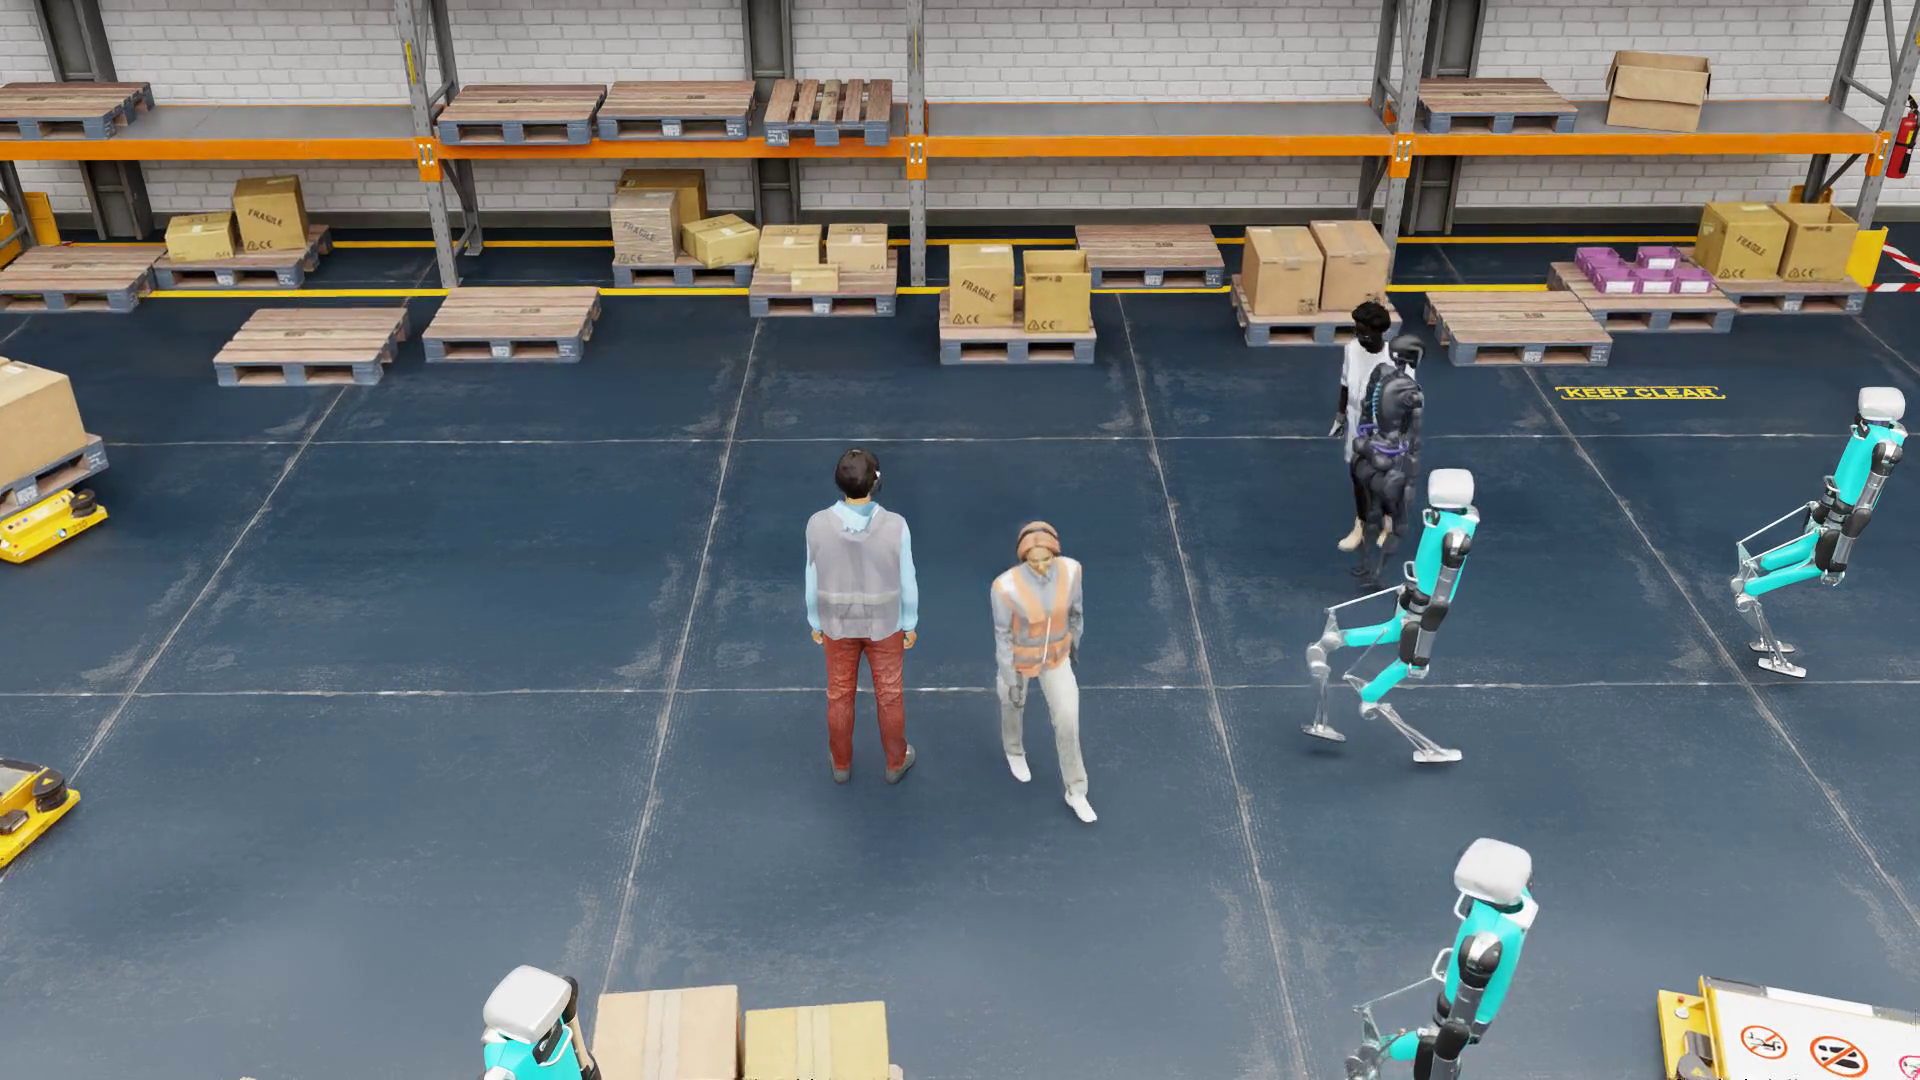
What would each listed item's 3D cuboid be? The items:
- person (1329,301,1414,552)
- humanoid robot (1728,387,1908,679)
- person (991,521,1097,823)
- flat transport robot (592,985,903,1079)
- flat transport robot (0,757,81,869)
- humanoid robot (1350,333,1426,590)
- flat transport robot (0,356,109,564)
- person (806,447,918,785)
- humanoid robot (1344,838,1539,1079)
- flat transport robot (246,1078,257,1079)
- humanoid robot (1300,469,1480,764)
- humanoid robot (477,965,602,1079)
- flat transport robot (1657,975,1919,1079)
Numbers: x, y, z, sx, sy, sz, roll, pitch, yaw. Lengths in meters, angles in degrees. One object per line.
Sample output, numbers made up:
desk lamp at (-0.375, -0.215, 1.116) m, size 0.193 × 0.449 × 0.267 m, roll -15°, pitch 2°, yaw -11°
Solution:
person at (2.497, -0.677, 10.166) m, size 0.403 × 1.668 × 0.558 m, roll -16°, pitch 34°, yaw -24°
humanoid robot at (4.505, -0.057, 8.950) m, size 0.735 × 1.677 × 0.533 m, roll 7°, pitch 32°, yaw 12°
person at (0.408, 0.631, 8.063) m, size 0.523 × 1.599 × 0.816 m, roll -12°, pitch 33°, yaw -20°
flat transport robot at (-0.774, 2.591, 6.098) m, size 0.659 × 0.231 × 1.431 m, roll -3°, pitch 31°, yaw -5°
flat transport robot at (-5.199, 1.304, 8.240) m, size 1.431 × 0.231 × 0.659 m, roll 8°, pitch 32°, yaw 14°
humanoid robot at (2.509, -0.474, 9.830) m, size 0.321 × 1.650 × 0.614 m, roll -11°, pitch 33°, yaw -18°
flat transport robot at (-6.316, -0.231, 10.795) m, size 1.431 × 0.231 × 0.659 m, roll 15°, pitch 34°, yaw 23°
person at (-0.477, 0.412, 8.162) m, size 0.545 × 1.877 × 0.406 m, roll 1°, pitch 31°, yaw 2°
humanoid robot at (1.632, 1.779, 6.056) m, size 0.672 × 1.834 × 0.541 m, roll 17°, pitch 35°, yaw 26°
flat transport robot at (-2.098, 2.887, 5.604) m, size 1.431 × 0.231 × 0.659 m, roll 8°, pitch 32°, yaw 14°
humanoid robot at (2.093, 0.429, 8.305) m, size 1.035 × 1.758 × 0.545 m, roll 4°, pitch 31°, yaw 7°
humanoid robot at (-1.093, 2.084, 5.386) m, size 0.735 × 1.677 × 0.533 m, roll 7°, pitch 32°, yaw 11°
flat transport robot at (3.636, 2.188, 6.768) m, size 1.431 × 0.231 × 0.659 m, roll 8°, pitch 32°, yaw 13°
